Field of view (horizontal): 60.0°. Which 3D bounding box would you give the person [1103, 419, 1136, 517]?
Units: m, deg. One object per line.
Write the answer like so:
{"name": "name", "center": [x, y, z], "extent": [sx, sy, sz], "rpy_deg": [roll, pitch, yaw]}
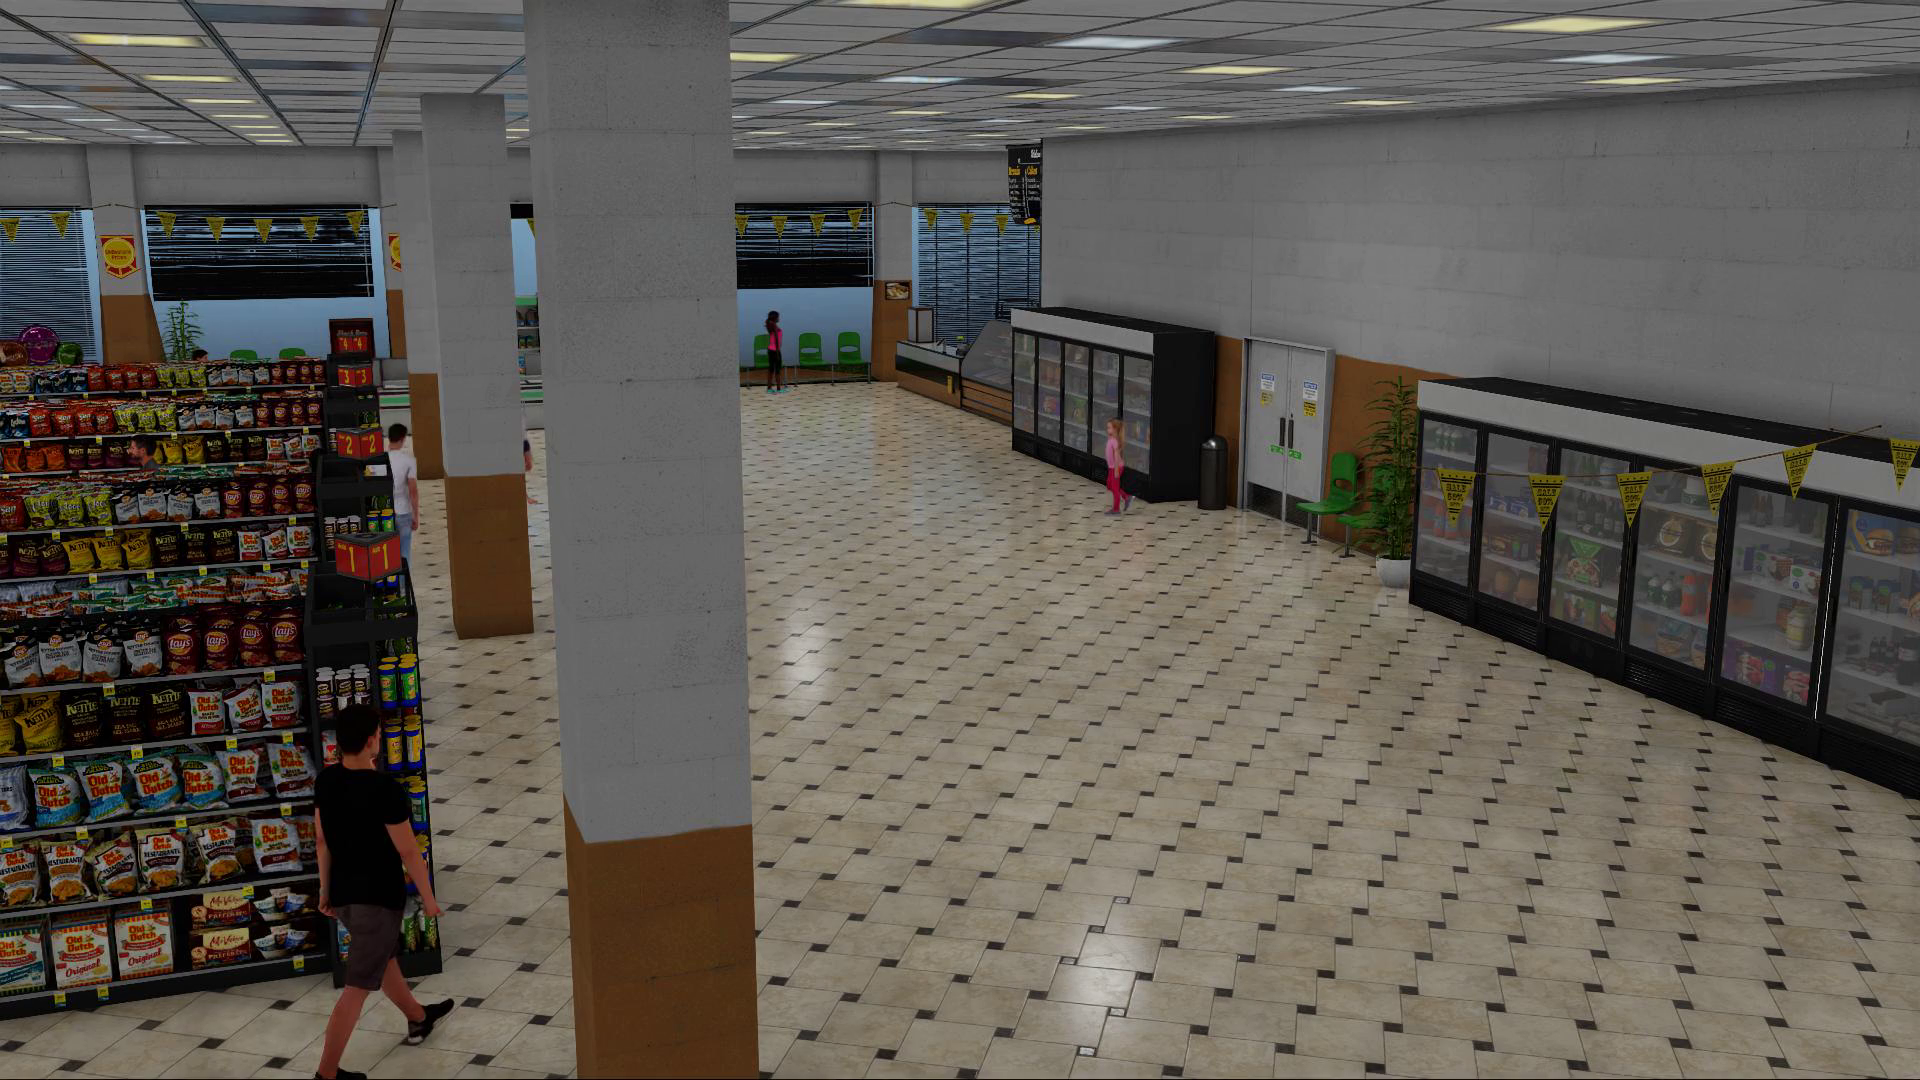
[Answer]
{"name": "person", "center": [2.074, -0.946, 21.636], "extent": [0.702, 1.262, 0.562], "rpy_deg": [-2, 12, -9]}

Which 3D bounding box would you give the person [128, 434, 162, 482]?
{"name": "person", "center": [-7.838, -0.110, 16.182], "extent": [0.630, 1.872, 0.723], "rpy_deg": [-6, 13, -28]}

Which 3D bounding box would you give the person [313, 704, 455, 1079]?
{"name": "person", "center": [-2.819, 1.701, 7.723], "extent": [1.203, 1.815, 1.281], "rpy_deg": [6, 13, 26]}

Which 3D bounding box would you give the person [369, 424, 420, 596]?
{"name": "person", "center": [-5.786, -0.232, 16.916], "extent": [1.171, 1.810, 0.902], "rpy_deg": [-3, 12, -12]}

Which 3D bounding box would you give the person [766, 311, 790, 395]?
{"name": "person", "center": [-3.895, -3.906, 34.557], "extent": [0.655, 1.728, 0.595], "rpy_deg": [-5, 13, -24]}

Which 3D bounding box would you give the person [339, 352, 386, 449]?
{"name": "person", "center": [-9.597, -2.198, 26.542], "extent": [1.224, 1.690, 0.792], "rpy_deg": [-1, 12, -6]}
